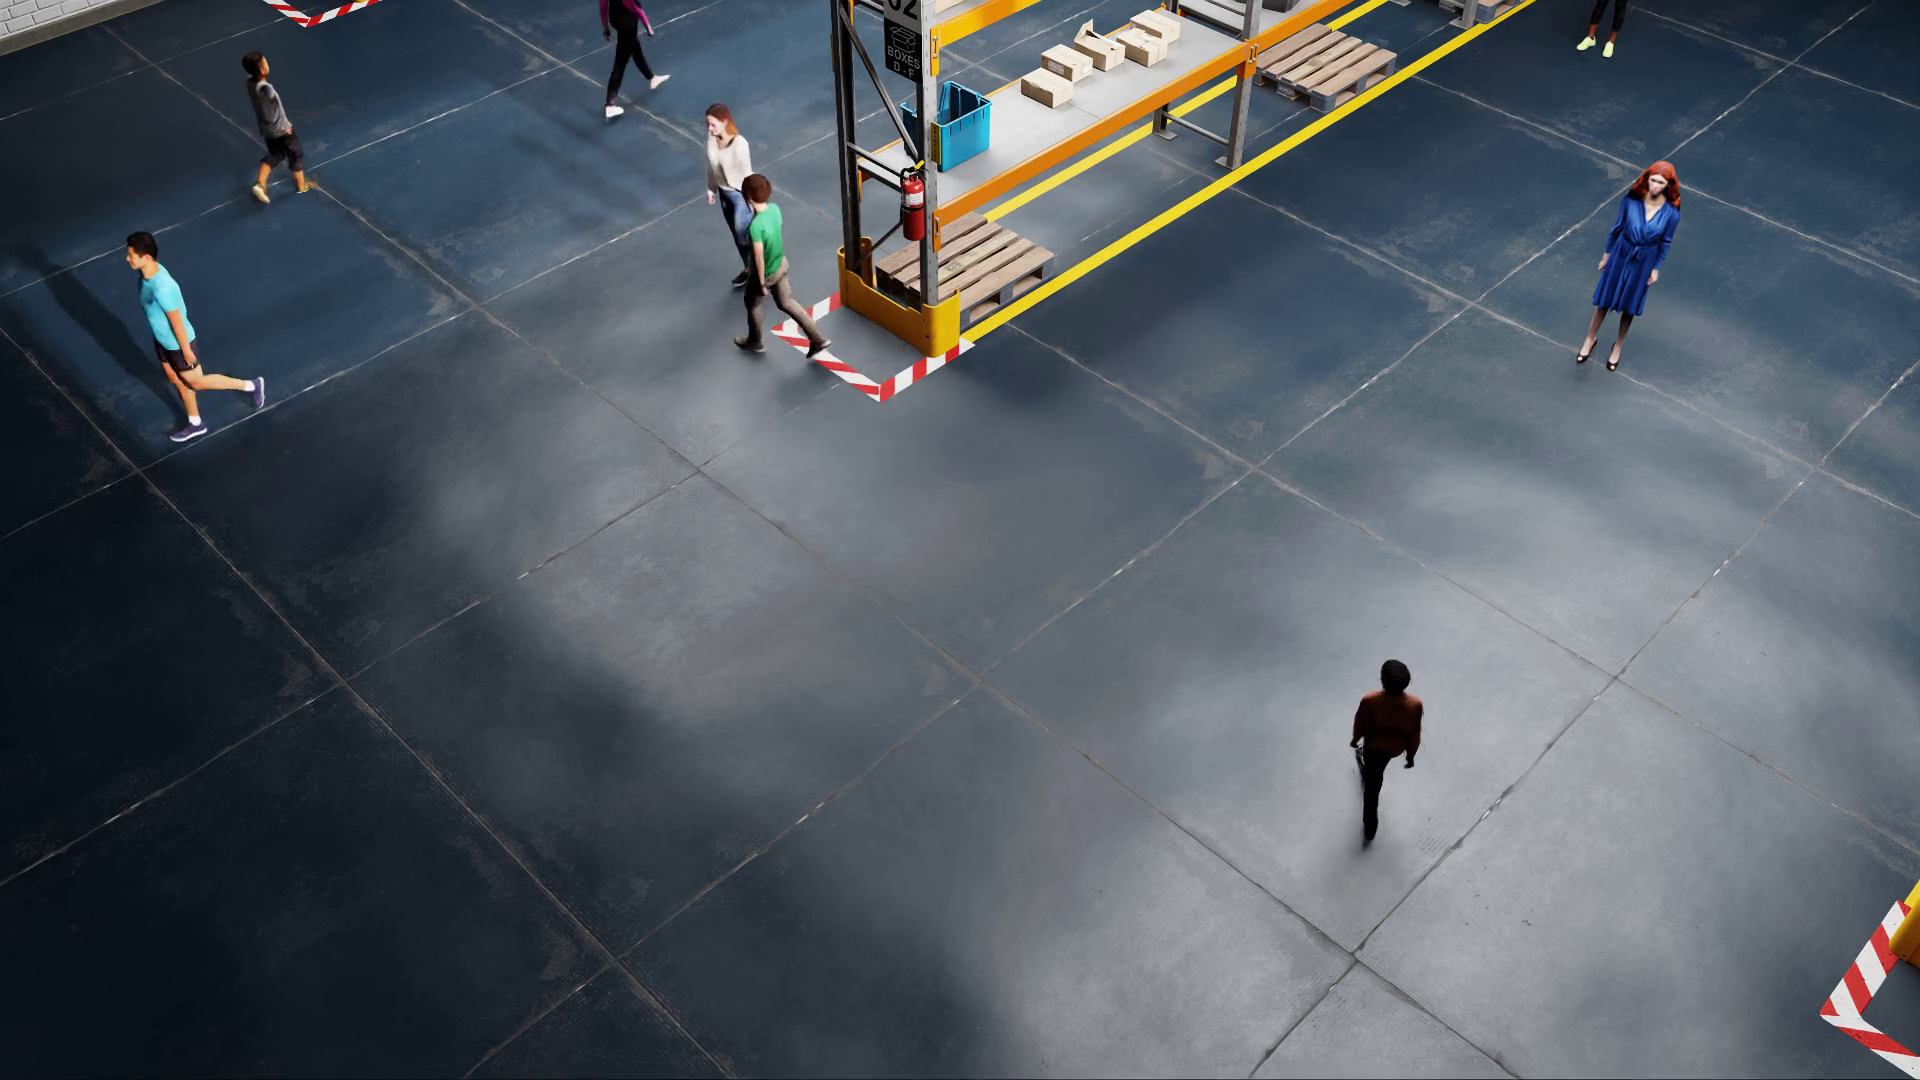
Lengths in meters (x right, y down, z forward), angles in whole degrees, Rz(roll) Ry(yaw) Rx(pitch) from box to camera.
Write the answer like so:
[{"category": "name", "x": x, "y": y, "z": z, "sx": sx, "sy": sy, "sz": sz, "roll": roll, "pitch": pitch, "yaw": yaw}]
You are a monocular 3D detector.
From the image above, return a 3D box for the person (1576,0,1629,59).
[{"category": "person", "x": 6.689, "y": -5.768, "z": 16.799, "sx": 0.591, "sy": 1.755, "sz": 0.551, "roll": 27, "pitch": 50, "yaw": 25}]

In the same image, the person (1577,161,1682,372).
[{"category": "person", "x": 5.218, "y": -2.130, "z": 12.927, "sx": 0.675, "sy": 1.829, "sz": 0.659, "roll": 20, "pitch": 47, "yaw": 20}]

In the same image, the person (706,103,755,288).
[{"category": "person", "x": -1.815, "y": -2.894, "z": 13.838, "sx": 0.655, "sy": 1.679, "sz": 0.650, "roll": 31, "pitch": 52, "yaw": 29}]

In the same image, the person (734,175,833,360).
[{"category": "person", "x": -1.413, "y": -2.092, "z": 13.037, "sx": 0.901, "sy": 1.623, "sz": 1.096, "roll": 18, "pitch": 47, "yaw": 18}]

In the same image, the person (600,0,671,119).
[{"category": "person", "x": -3.265, "y": -4.854, "z": 15.885, "sx": 0.692, "sy": 1.694, "sz": 1.203, "roll": 26, "pitch": 50, "yaw": 25}]

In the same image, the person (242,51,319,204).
[{"category": "person", "x": -6.194, "y": -3.717, "z": 14.875, "sx": 0.706, "sy": 1.440, "sz": 0.935, "roll": 23, "pitch": 48, "yaw": 23}]

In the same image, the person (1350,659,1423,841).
[{"category": "person", "x": 2.510, "y": 1.259, "z": 9.806, "sx": 0.876, "sy": 1.227, "sz": 0.944, "roll": 4, "pitch": 44, "yaw": 4}]

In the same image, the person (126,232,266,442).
[{"category": "person", "x": -5.733, "y": -1.527, "z": 12.346, "sx": 1.021, "sy": 1.758, "sz": 0.689, "roll": -28, "pitch": 50, "yaw": -27}]
